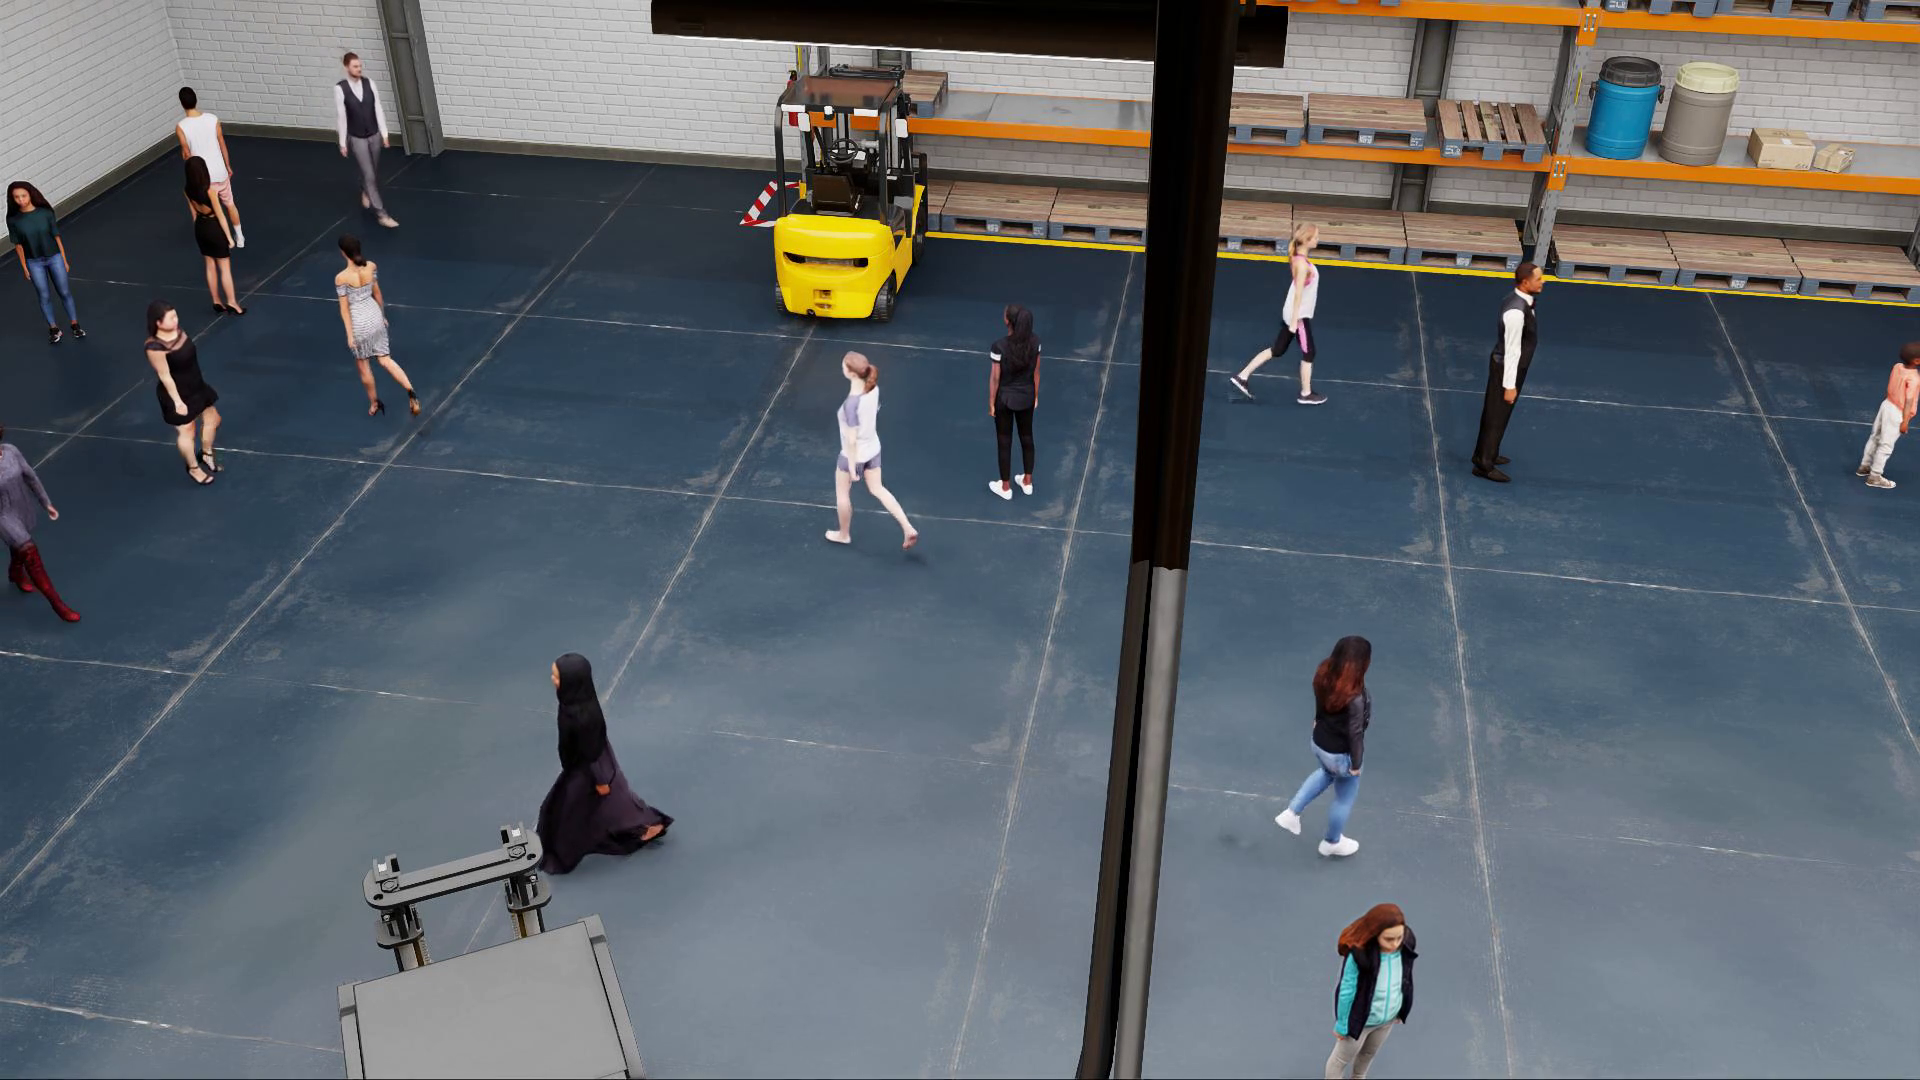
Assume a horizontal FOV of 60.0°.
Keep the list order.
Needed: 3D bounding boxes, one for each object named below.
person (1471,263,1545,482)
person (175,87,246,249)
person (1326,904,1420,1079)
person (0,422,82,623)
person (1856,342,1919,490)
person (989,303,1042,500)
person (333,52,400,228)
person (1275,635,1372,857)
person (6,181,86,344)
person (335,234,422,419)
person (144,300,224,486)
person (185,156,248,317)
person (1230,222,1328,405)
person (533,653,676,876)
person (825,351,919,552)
[{"bbox_3d":[4.569,-1.423,13.900,0.597,1.919,0.700,8,35,12],"label":"person"},{"bbox_3d":[-8.057,-3.960,17.834,0.735,1.789,0.772,-26,42,-34],"label":"person"},{"bbox_3d":[2.093,2.402,8.524,0.668,1.499,0.746,-14,36,-20],"label":"person"},{"bbox_3d":[-7.035,-0.192,12.278,1.193,1.664,0.825,17,37,24],"label":"person"},{"bbox_3d":[7.812,-1.066,13.915,0.523,1.308,0.514,0,34,0],"label":"person"},{"bbox_3d":[0.453,-1.148,13.658,0.658,1.728,0.747,-15,37,-22],"label":"person"},{"bbox_3d":[-6.708,-4.513,18.562,1.155,1.905,1.333,-28,43,-35],"label":"person"},{"bbox_3d":[2.232,1.263,10.125,0.894,1.625,0.835,-9,35,-14],"label":"person"},{"bbox_3d":[-8.869,-2.709,16.108,0.704,1.616,0.775,-17,37,-24],"label":"person"},{"bbox_3d":[-5.132,-1.804,14.582,1.089,1.798,0.876,21,39,28],"label":"person"},{"bbox_3d":[-6.525,-1.209,13.768,0.679,1.708,0.729,0,34,0],"label":"person"},{"bbox_3d":[-7.440,-3.007,16.531,0.485,1.645,0.638,10,35,15],"label":"person"},{"bbox_3d":[2.916,-2.001,14.916,1.152,1.756,0.713,1,34,2],"label":"person"},{"bbox_3d":[-2.166,1.327,10.046,1.193,1.605,0.935,-9,35,-13],"label":"person"},{"bbox_3d":[-0.696,-0.643,12.889,1.115,1.739,0.888,23,40,30],"label":"person"}]
